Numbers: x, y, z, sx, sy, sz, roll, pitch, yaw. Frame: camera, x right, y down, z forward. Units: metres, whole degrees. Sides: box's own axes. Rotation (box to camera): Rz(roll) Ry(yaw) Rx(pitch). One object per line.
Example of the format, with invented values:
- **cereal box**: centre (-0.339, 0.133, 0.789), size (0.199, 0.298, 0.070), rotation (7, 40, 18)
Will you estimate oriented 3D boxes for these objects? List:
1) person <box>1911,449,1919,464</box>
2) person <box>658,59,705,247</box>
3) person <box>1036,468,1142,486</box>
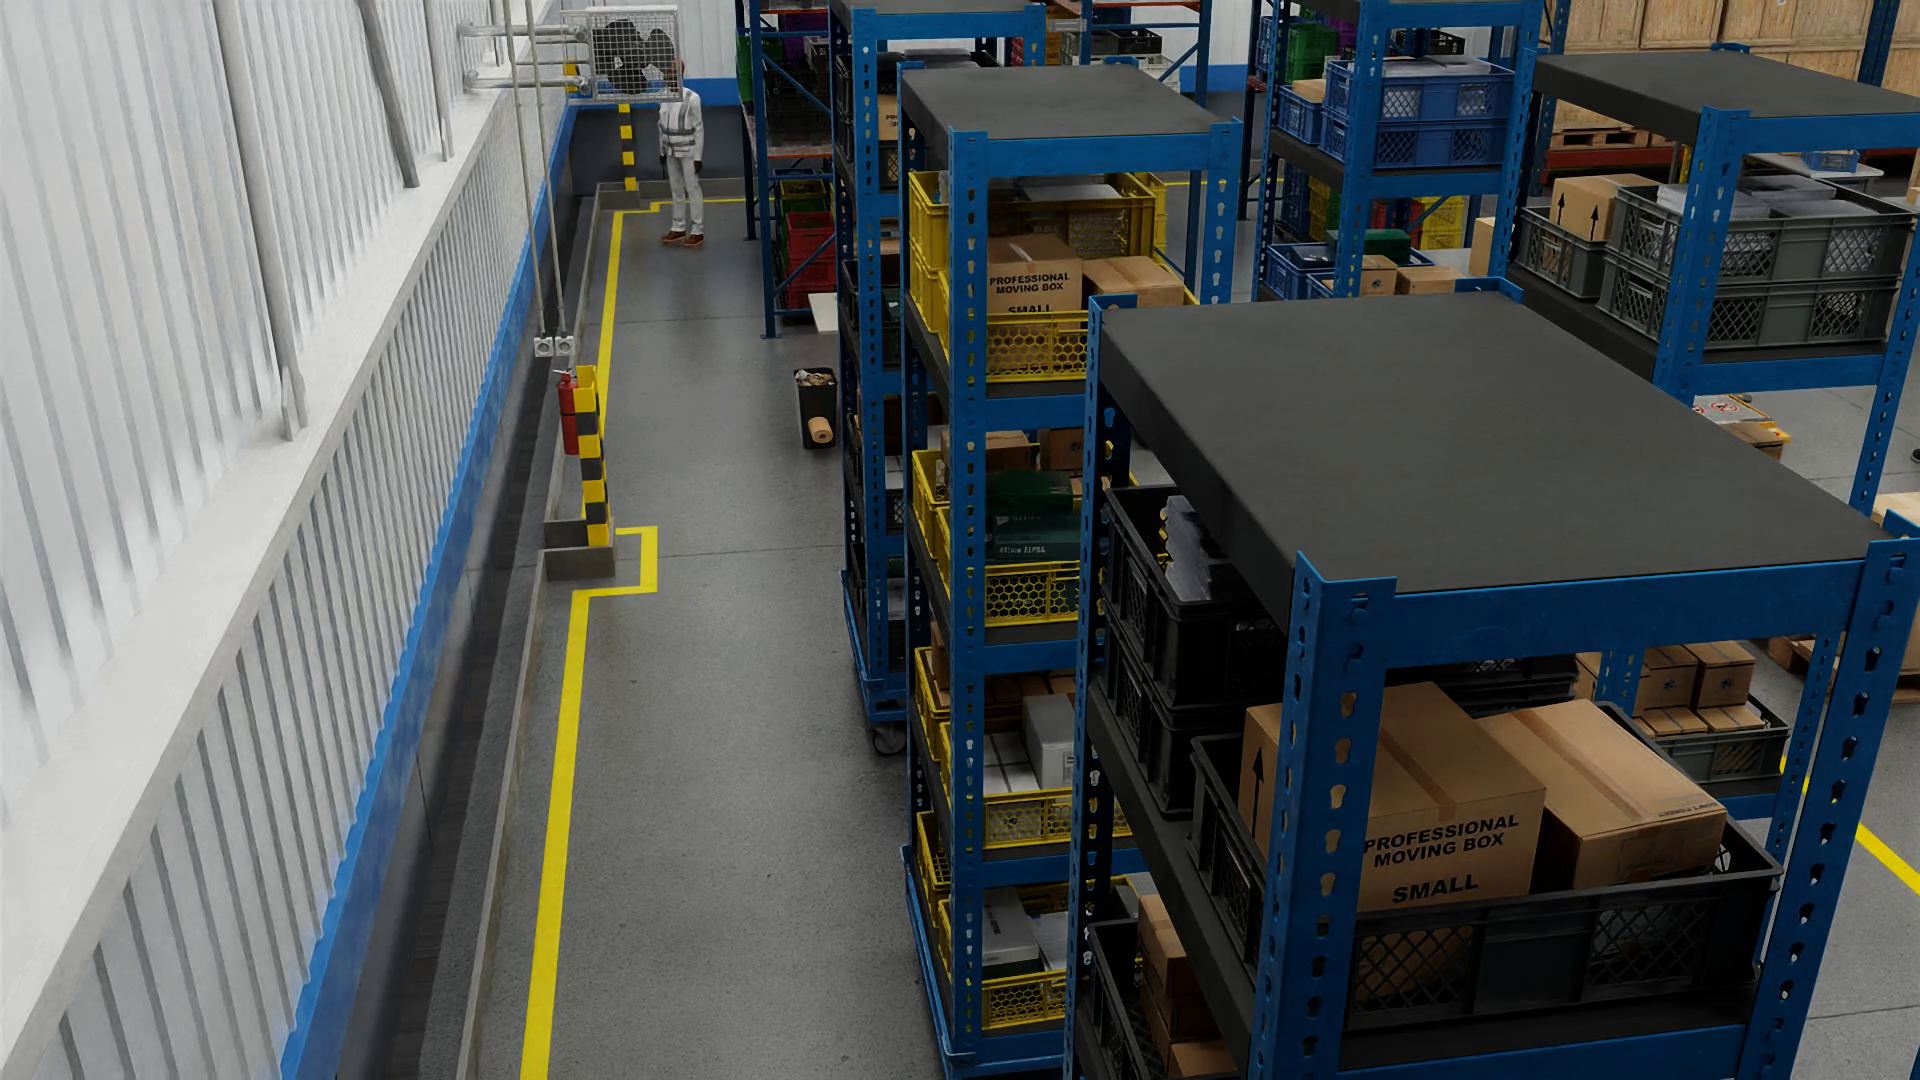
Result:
- **person**: centre (6.940, -1.351, 11.348), size (0.600, 1.829, 0.404), rotation (5, 25, 10)
- **person**: centre (-2.839, -3.932, 16.898), size (0.572, 1.883, 0.358), rotation (18, 30, 34)
- **person**: centre (0.604, 0.263, 7.657), size (0.613, 1.985, 0.400), rotation (13, 28, 26)
